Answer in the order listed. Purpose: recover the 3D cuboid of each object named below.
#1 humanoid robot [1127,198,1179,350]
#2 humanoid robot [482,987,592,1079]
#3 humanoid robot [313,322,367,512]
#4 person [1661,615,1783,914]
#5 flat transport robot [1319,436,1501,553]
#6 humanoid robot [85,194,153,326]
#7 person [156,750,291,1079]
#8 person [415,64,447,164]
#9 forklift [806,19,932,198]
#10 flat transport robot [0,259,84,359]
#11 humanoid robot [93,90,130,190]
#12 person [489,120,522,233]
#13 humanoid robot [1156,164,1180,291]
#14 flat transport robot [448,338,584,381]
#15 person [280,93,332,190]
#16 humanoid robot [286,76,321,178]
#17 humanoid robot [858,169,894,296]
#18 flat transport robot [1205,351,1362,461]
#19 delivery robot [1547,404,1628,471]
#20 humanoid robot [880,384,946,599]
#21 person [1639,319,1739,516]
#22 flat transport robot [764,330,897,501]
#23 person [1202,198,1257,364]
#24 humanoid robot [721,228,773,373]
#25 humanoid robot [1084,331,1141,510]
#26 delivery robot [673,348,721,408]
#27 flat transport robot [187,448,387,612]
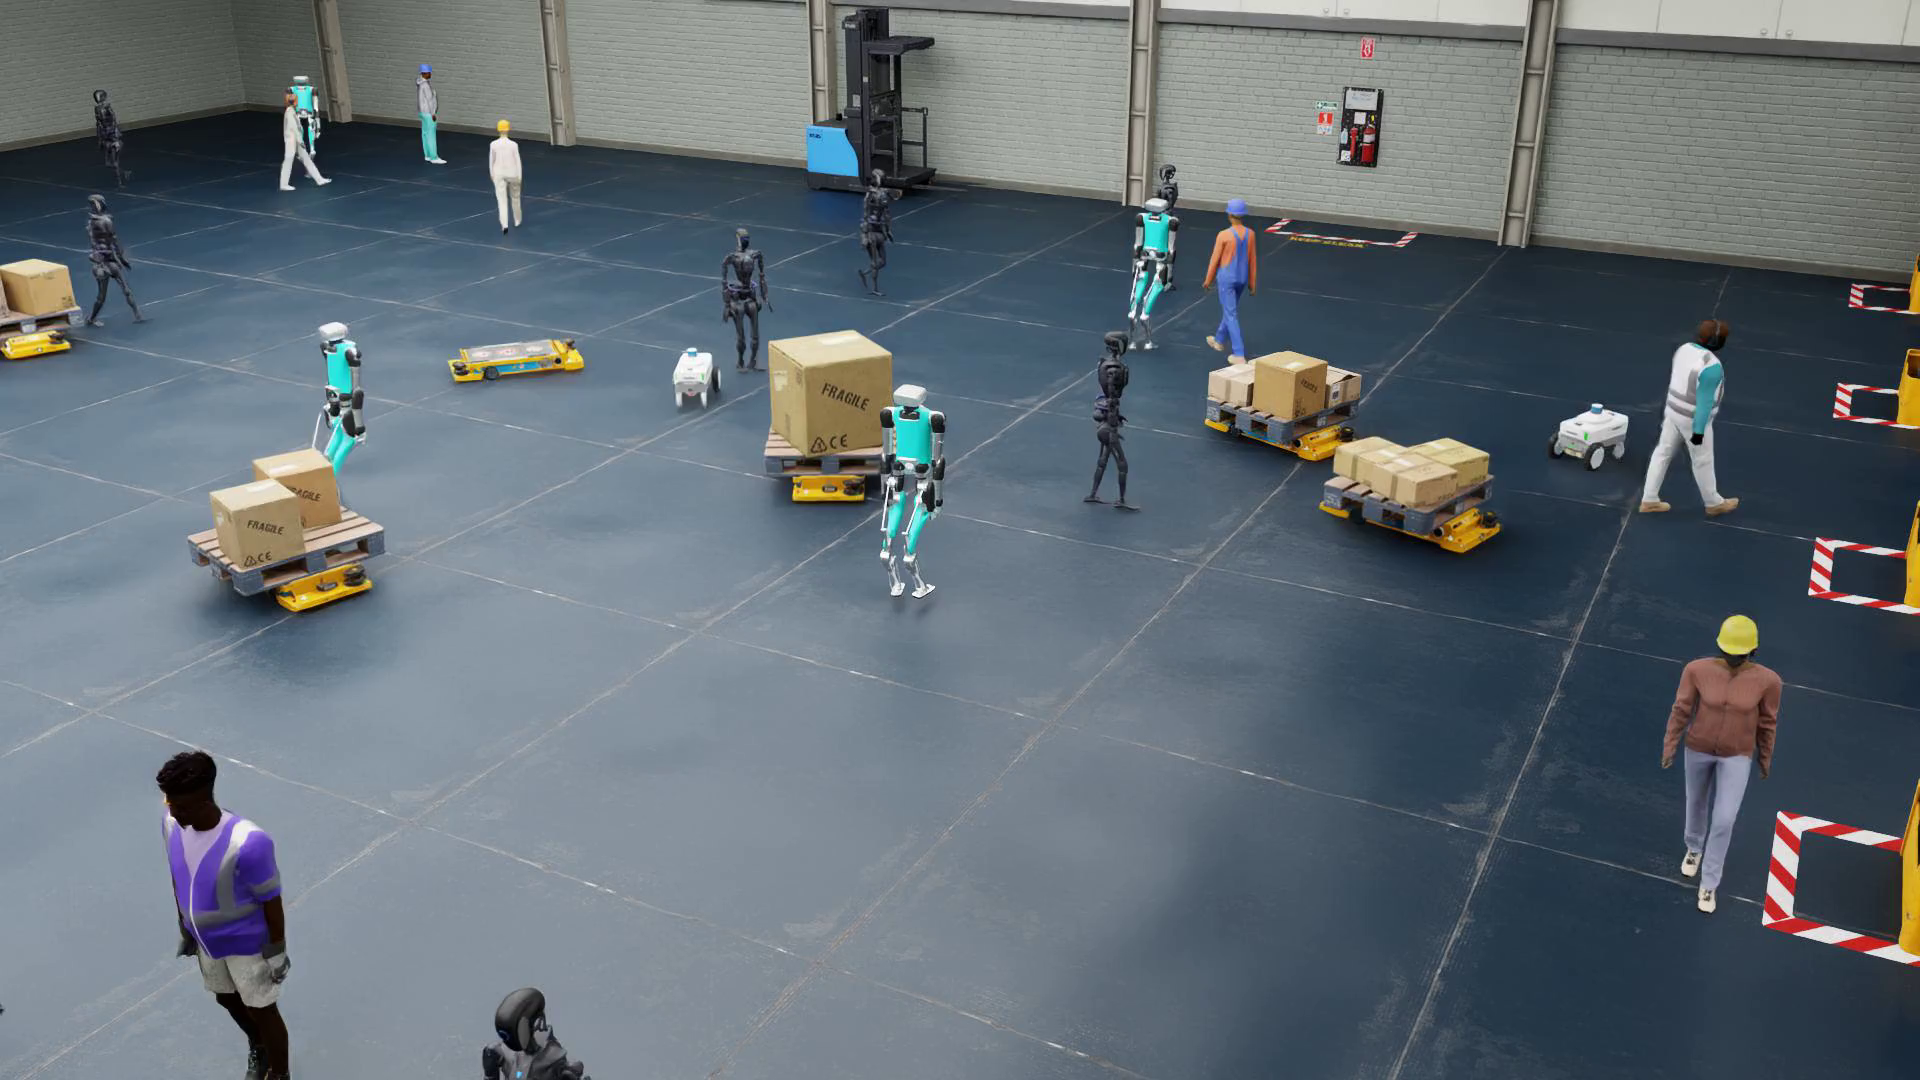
[{"bbox_3d":[2.178,-3.026,19.378,0.532,1.820,0.667,12,26,27],"label":"humanoid robot"},{"bbox_3d":[-1.596,2.491,6.620,0.612,1.642,0.596,9,25,19],"label":"humanoid robot"},{"bbox_3d":[-5.544,-0.964,14.596,0.544,1.826,0.706,20,30,38],"label":"humanoid robot"},{"bbox_3d":[4.262,1.242,9.396,0.557,1.731,0.780,13,26,27],"label":"person"},{"bbox_3d":[3.972,-0.243,14.728,1.431,0.231,0.659,21,31,40],"label":"flat transport robot"},{"bbox_3d":[-10.480,-3.431,20.429,0.768,1.632,0.601,2,23,5],"label":"humanoid robot"},{"bbox_3d":[-3.398,1.841,7.770,0.612,1.976,0.473,9,25,21],"label":"person"},{"bbox_3d":[-9.715,-7.787,30.385,0.358,1.774,0.528,-15,27,-30],"label":"person"},{"bbox_3d":[-1.573,-7.292,27.850,1.873,2.768,1.129,12,26,25],"label":"forklift"},{"bbox_3d":[-11.229,-2.450,19.865,0.659,0.231,1.431,-20,30,-39],"label":"flat transport robot"},{"bbox_3d":[-14.366,-6.811,28.248,0.590,1.646,0.474,14,27,29],"label":"humanoid robot"},{"bbox_3d":[-6.902,-5.533,25.279,0.480,1.661,0.840,-5,24,-11],"label":"person"},{"bbox_3d":[2.729,-4.137,21.991,0.315,1.657,0.599,-2,23,-4],"label":"humanoid robot"},{"bbox_3d":[-5.060,-2.049,18.933,1.431,0.231,0.659,-9,25,-20],"label":"flat transport robot"},{"bbox_3d":[-11.207,-6.727,28.140,0.848,1.592,0.520,-5,24,-11],"label":"person"},{"bbox_3d":[-11.403,-7.142,28.914,0.540,1.732,0.917,-3,23,-7],"label":"humanoid robot"},{"bbox_3d":[-1.174,-4.055,21.815,0.508,1.641,0.599,15,27,31],"label":"humanoid robot"},{"bbox_3d":[3.270,-1.141,16.818,0.659,0.231,1.431,-19,30,-37],"label":"flat transport robot"},{"bbox_3d":[6.142,-1.020,16.181,0.784,0.599,0.499,-16,28,-32],"label":"delivery robot"},{"bbox_3d":[-0.440,-0.315,12.866,0.533,1.677,0.735,8,24,18],"label":"humanoid robot"},{"bbox_3d":[6.568,-1.076,14.718,0.890,1.798,0.639,-4,24,-9],"label":"person"},{"bbox_3d":[-1.202,-0.700,15.792,0.659,0.231,1.431,-1,23,-1],"label":"flat transport robot"},{"bbox_3d":[3.122,-2.991,19.123,0.516,1.864,0.981,-11,25,-23],"label":"person"},{"bbox_3d":[-2.402,-2.687,18.641,0.600,1.647,0.326,-16,28,-33],"label":"humanoid robot"},{"bbox_3d":[1.404,-1.085,14.917,0.557,1.643,0.603,4,24,8],"label":"humanoid robot"},{"bbox_3d":[-2.865,-1.768,17.907,0.499,0.587,0.777,-1,23,-1],"label":"delivery robot"},{"bbox_3d":[-5.495,0.219,13.653,1.431,0.231,0.659,21,31,40],"label":"flat transport robot"}]
